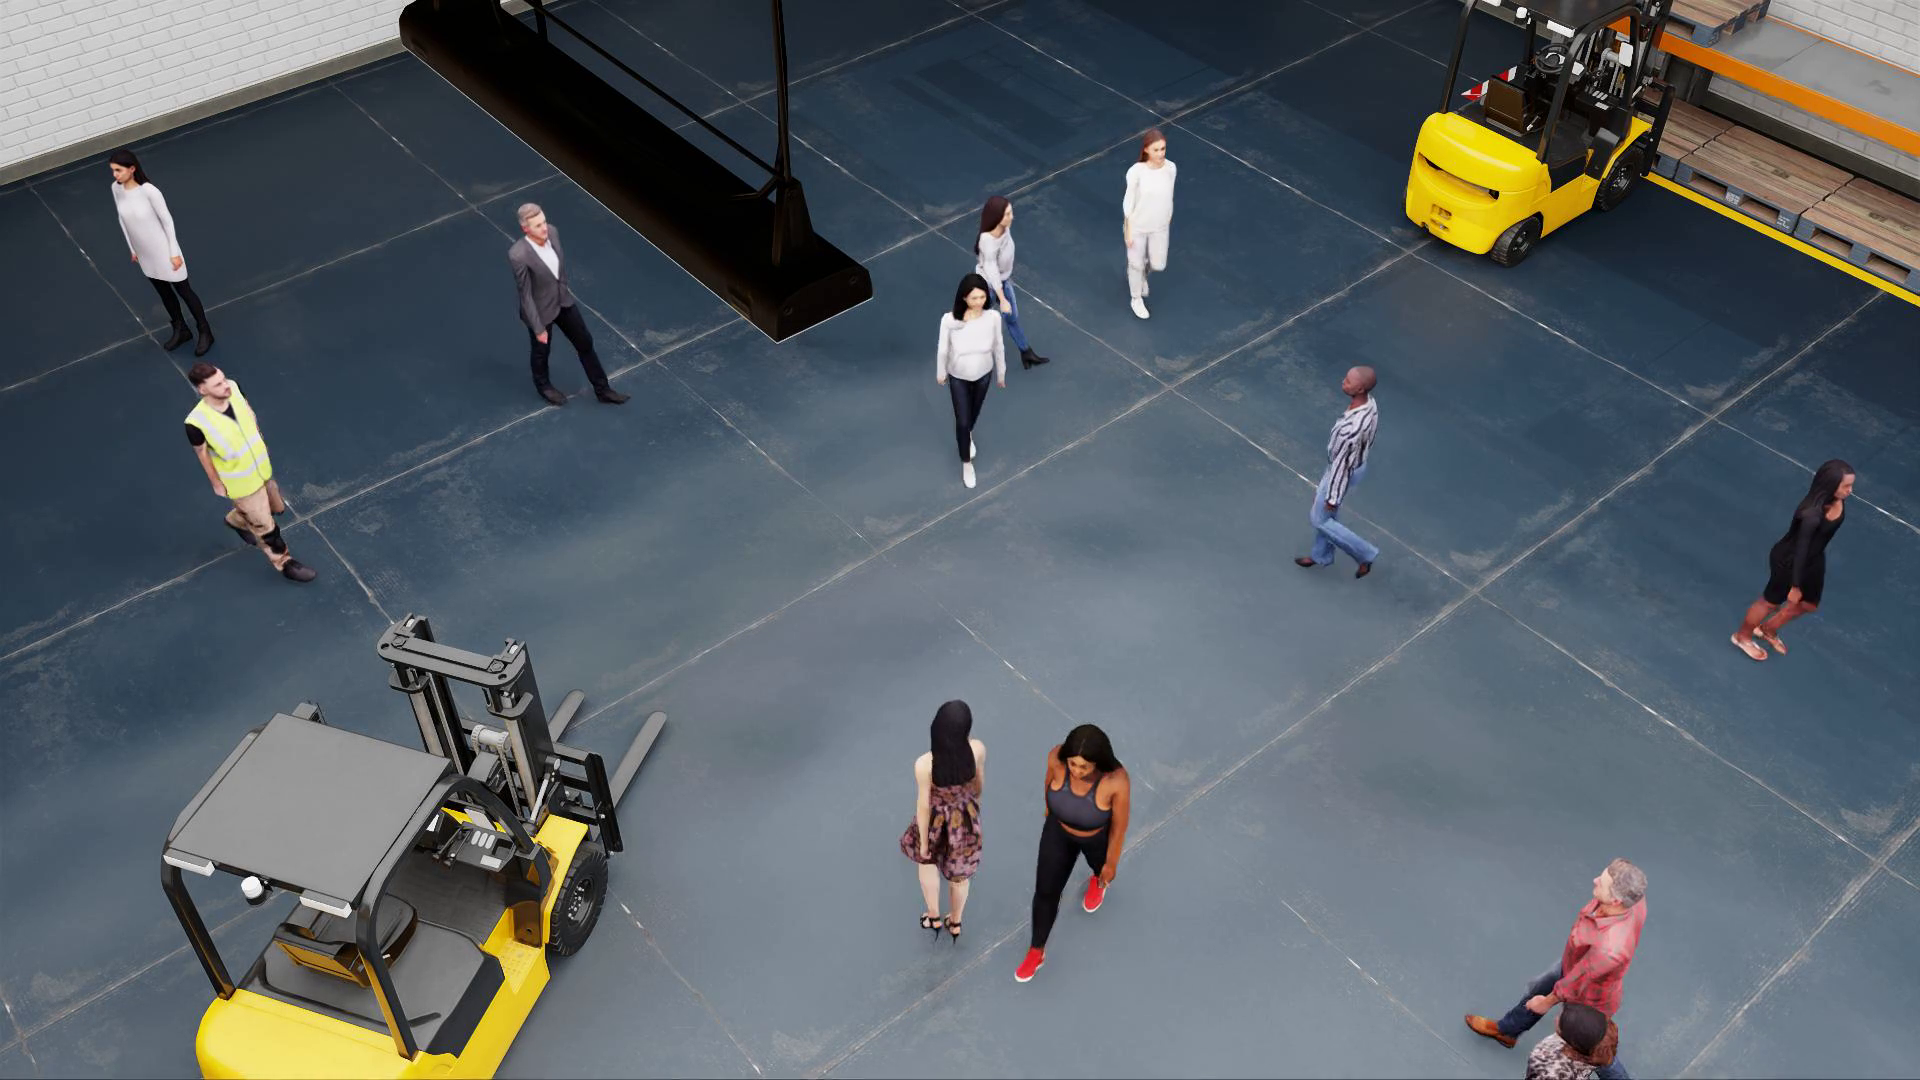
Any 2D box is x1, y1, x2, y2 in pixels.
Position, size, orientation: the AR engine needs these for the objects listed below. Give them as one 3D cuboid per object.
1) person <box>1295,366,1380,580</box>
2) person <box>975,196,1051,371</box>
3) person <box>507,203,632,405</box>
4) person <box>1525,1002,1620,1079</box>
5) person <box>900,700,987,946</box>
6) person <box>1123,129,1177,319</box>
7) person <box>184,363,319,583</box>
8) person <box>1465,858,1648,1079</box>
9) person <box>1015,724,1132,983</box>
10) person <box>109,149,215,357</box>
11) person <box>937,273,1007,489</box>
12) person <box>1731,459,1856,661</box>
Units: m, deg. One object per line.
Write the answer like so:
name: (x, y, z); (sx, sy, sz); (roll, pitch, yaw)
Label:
person: (2.655, -0.397, 11.181); (0.935, 1.780, 0.846); (15, 46, 15)
person: (0.158, -1.979, 12.978); (1.098, 1.591, 0.915); (15, 46, 15)
person: (-3.188, -1.787, 12.616); (1.182, 1.813, 1.008); (20, 47, 20)
person: (2.832, 2.767, 7.913); (0.608, 1.706, 0.858); (-28, 50, -26)
person: (-0.055, 1.608, 9.106); (0.760, 1.739, 0.794); (-24, 49, -23)
person: (1.490, -2.617, 13.583); (0.728, 1.680, 0.798); (-13, 45, -14)
person: (-4.891, -0.480, 11.234); (1.147, 1.827, 1.011); (13, 45, 13)
person: (3.243, 2.292, 8.351); (1.315, 1.790, 1.017); (19, 47, 19)
person: (0.720, 1.554, 9.148); (1.229, 1.760, 1.085); (17, 46, 17)
person: (-6.323, -2.279, 13.136); (0.652, 1.808, 0.754); (11, 45, 11)
person: (0.052, -1.274, 12.174); (0.844, 1.679, 0.984); (-11, 45, -11)
person: (5.281, 0.118, 10.692); (0.596, 1.709, 0.590); (-31, 51, -28)
